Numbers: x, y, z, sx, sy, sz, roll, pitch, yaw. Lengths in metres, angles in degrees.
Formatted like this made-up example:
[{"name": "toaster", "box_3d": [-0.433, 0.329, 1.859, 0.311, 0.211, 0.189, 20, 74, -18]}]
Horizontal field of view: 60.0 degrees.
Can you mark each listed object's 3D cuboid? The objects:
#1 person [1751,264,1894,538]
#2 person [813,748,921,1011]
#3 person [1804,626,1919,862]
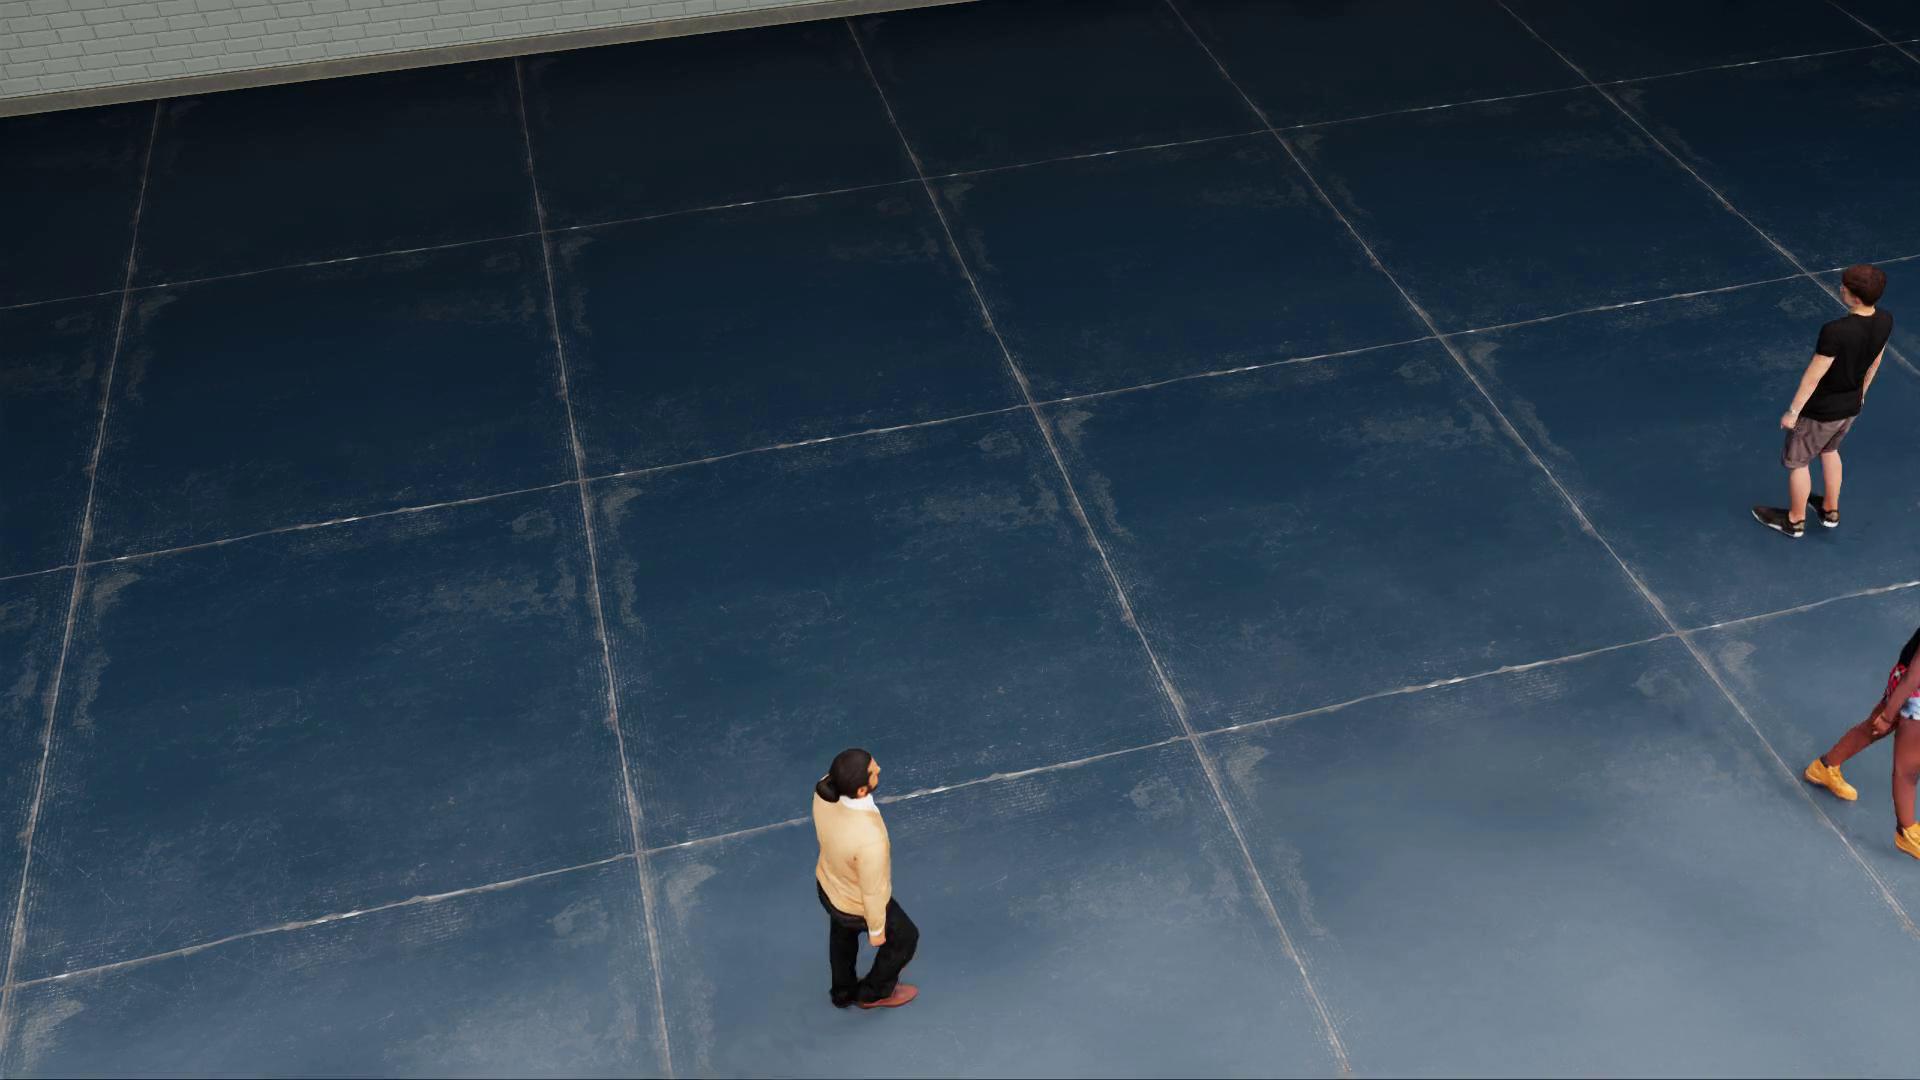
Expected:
[{"name": "person", "box_3d": [5.086, -0.758, 9.660, 0.818, 1.827, 0.742, -11, 44, -12]}, {"name": "person", "box_3d": [-0.512, 1.559, 7.239, 0.813, 1.746, 0.664, -24, 48, -23]}, {"name": "person", "box_3d": [4.600, 0.739, 8.152, 0.927, 1.697, 1.105, -33, 52, -31]}]
